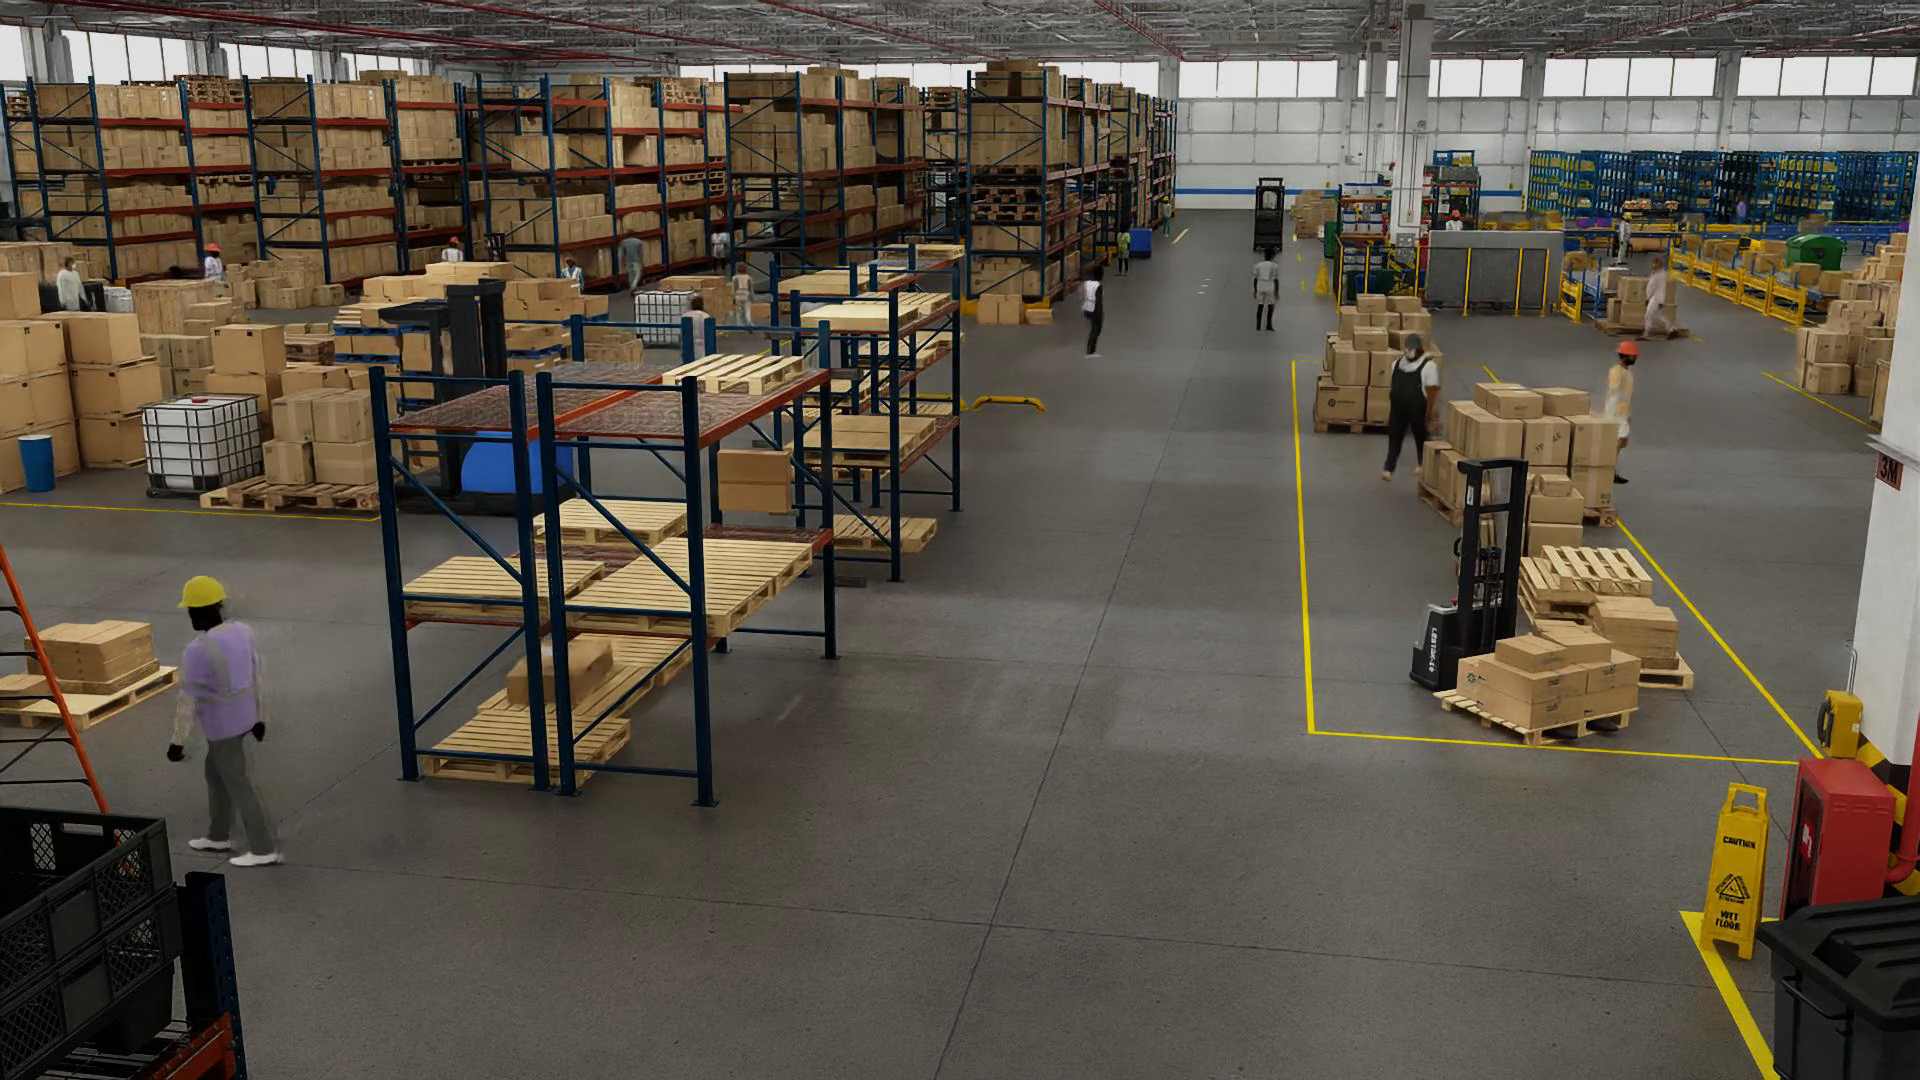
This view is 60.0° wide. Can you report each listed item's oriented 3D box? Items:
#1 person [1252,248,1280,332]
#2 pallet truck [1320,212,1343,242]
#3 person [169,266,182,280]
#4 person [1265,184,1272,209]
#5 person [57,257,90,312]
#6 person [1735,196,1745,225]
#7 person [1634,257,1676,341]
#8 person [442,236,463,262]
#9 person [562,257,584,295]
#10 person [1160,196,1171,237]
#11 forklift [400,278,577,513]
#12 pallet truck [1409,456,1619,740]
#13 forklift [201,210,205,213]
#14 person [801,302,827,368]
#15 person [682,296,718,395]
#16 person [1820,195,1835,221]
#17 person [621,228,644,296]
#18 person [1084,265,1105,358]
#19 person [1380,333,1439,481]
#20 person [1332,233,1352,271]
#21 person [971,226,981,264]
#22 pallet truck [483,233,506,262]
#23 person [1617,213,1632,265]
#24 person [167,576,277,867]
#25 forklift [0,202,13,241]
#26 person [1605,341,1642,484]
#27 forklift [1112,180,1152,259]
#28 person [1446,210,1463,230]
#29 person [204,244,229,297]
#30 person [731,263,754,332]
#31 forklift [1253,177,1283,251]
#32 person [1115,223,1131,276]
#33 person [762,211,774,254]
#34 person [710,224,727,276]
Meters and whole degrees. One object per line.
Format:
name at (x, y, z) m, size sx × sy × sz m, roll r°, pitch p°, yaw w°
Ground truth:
person at (7.148, -5.831, 38.831) m, size 0.678 × 1.944 × 0.370 m, roll 9°, pitch 17°, yaw 33°
pallet truck at (15.874, -13.227, 70.310) m, size 0.680 × 1.201 × 1.601 m, roll 10°, pitch 17°, yaw 35°
person at (-17.362, -5.250, 36.970) m, size 0.547 × 1.676 × 0.408 m, roll 13°, pitch 19°, yaw 43°
person at (15.387, -16.721, 82.913) m, size 0.382 × 1.993 × 0.622 m, roll 7°, pitch 16°, yaw 28°
person at (-19.412, -5.265, 36.578) m, size 0.920 × 1.898 × 0.644 m, roll 0°, pitch 14°, yaw 1°
person at (33.814, -14.018, 72.288) m, size 0.587 × 1.839 × 0.573 m, roll -12°, pitch 18°, yaw -40°
person at (15.578, -5.363, 37.049) m, size 0.835 × 1.877 × 0.646 m, roll 3°, pitch 14°, yaw 12°
person at (-13.357, -7.049, 43.832) m, size 0.582 × 1.905 × 0.714 m, roll -4°, pitch 14°, yaw -17°
person at (-9.358, -6.023, 40.231) m, size 0.527 × 1.630 × 0.314 m, roll 0°, pitch 14°, yaw -1°
person at (9.131, -14.350, 73.773) m, size 0.320 × 1.762 × 0.522 m, roll -11°, pitch 17°, yaw -37°
forklift at (-5.846, -1.785, 20.451) m, size 1.873 × 2.768 × 1.129 m, roll 3°, pitch 14°, yaw 10°
pallet truck at (4.504, 0.400, 13.395) m, size 0.823 × 1.965 × 1.885 m, roll -6°, pitch 15°, yaw -23°
forklift at (-25.707, -10.519, 55.912) m, size 1.873 × 2.768 × 1.129 m, roll 8°, pitch 16°, yaw 28°
person at (-2.656, -3.711, 30.370) m, size 0.548 × 1.865 × 0.330 m, roll 2°, pitch 14°, yaw 10°
person at (-4.509, -3.315, 28.829) m, size 0.649 × 1.824 × 0.578 m, roll 8°, pitch 16°, yaw 29°
person at (38.948, -14.582, 74.659) m, size 0.608 × 1.783 × 0.903 m, roll 7°, pitch 15°, yaw 26°
person at (-9.259, -7.870, 47.129) m, size 0.647 × 1.920 × 0.436 m, roll 2°, pitch 14°, yaw 8°
person at (2.817, -4.709, 34.325) m, size 0.534 × 1.905 × 0.619 m, roll -5°, pitch 15°, yaw -20°
person at (6.066, -1.823, 22.333) m, size 0.687 × 2.000 × 1.078 m, roll 11°, pitch 18°, yaw 38°
person at (12.666, -9.566, 54.685) m, size 0.845 × 1.579 × 0.520 m, roll -9°, pitch 17°, yaw -33°
person at (0.550, -10.546, 58.313) m, size 0.529 × 1.767 × 0.329 m, roll 12°, pitch 19°, yaw 41°
pallet truck at (-11.832, -7.026, 43.548) m, size 1.885 × 1.965 × 0.823 m, roll 8°, pitch 16°, yaw 28°
person at (23.199, -10.509, 58.063) m, size 0.406 × 1.821 × 0.600 m, roll 10°, pitch 17°, yaw 35°
person at (-4.745, 1.158, 10.530) m, size 0.818 × 1.898 × 0.605 m, roll 1°, pitch 14°, yaw 5°
forklift at (-24.550, -7.186, 42.377) m, size 1.873 × 2.768 × 1.129 m, roll 3°, pitch 14°, yaw 10°
person at (8.745, -1.679, 21.994) m, size 0.402 × 1.918 × 0.565 m, roll 11°, pitch 18°, yaw 38°
forklift at (6.082, -11.722, 60.796) m, size 1.873 × 2.768 × 1.129 m, roll 2°, pitch 14°, yaw 9°
person at (16.424, -9.936, 55.300) m, size 0.628 × 2.045 × 0.439 m, roll -4°, pitch 15°, yaw -17°
person at (-18.184, -6.322, 40.897) m, size 0.948 × 1.892 × 0.574 m, roll 2°, pitch 14°, yaw 6°
person at (-5.021, -5.600, 38.543) m, size 0.520 × 1.621 × 0.616 m, roll -5°, pitch 15°, yaw -21°
forklift at (12.083, -12.747, 64.956) m, size 1.129 × 2.768 × 1.873 m, roll 3°, pitch 14°, yaw 10°
person at (5.259, -9.359, 53.636) m, size 0.322 × 1.697 × 0.532 m, roll -13°, pitch 19°, yaw -42°
person at (-7.258, -11.672, 63.151) m, size 0.499 × 1.636 × 0.286 m, roll -1°, pitch 14°, yaw -5°
person at (-7.808, -9.346, 53.637) m, size 0.553 × 1.655 × 0.819 m, roll 4°, pitch 14°, yaw 16°
